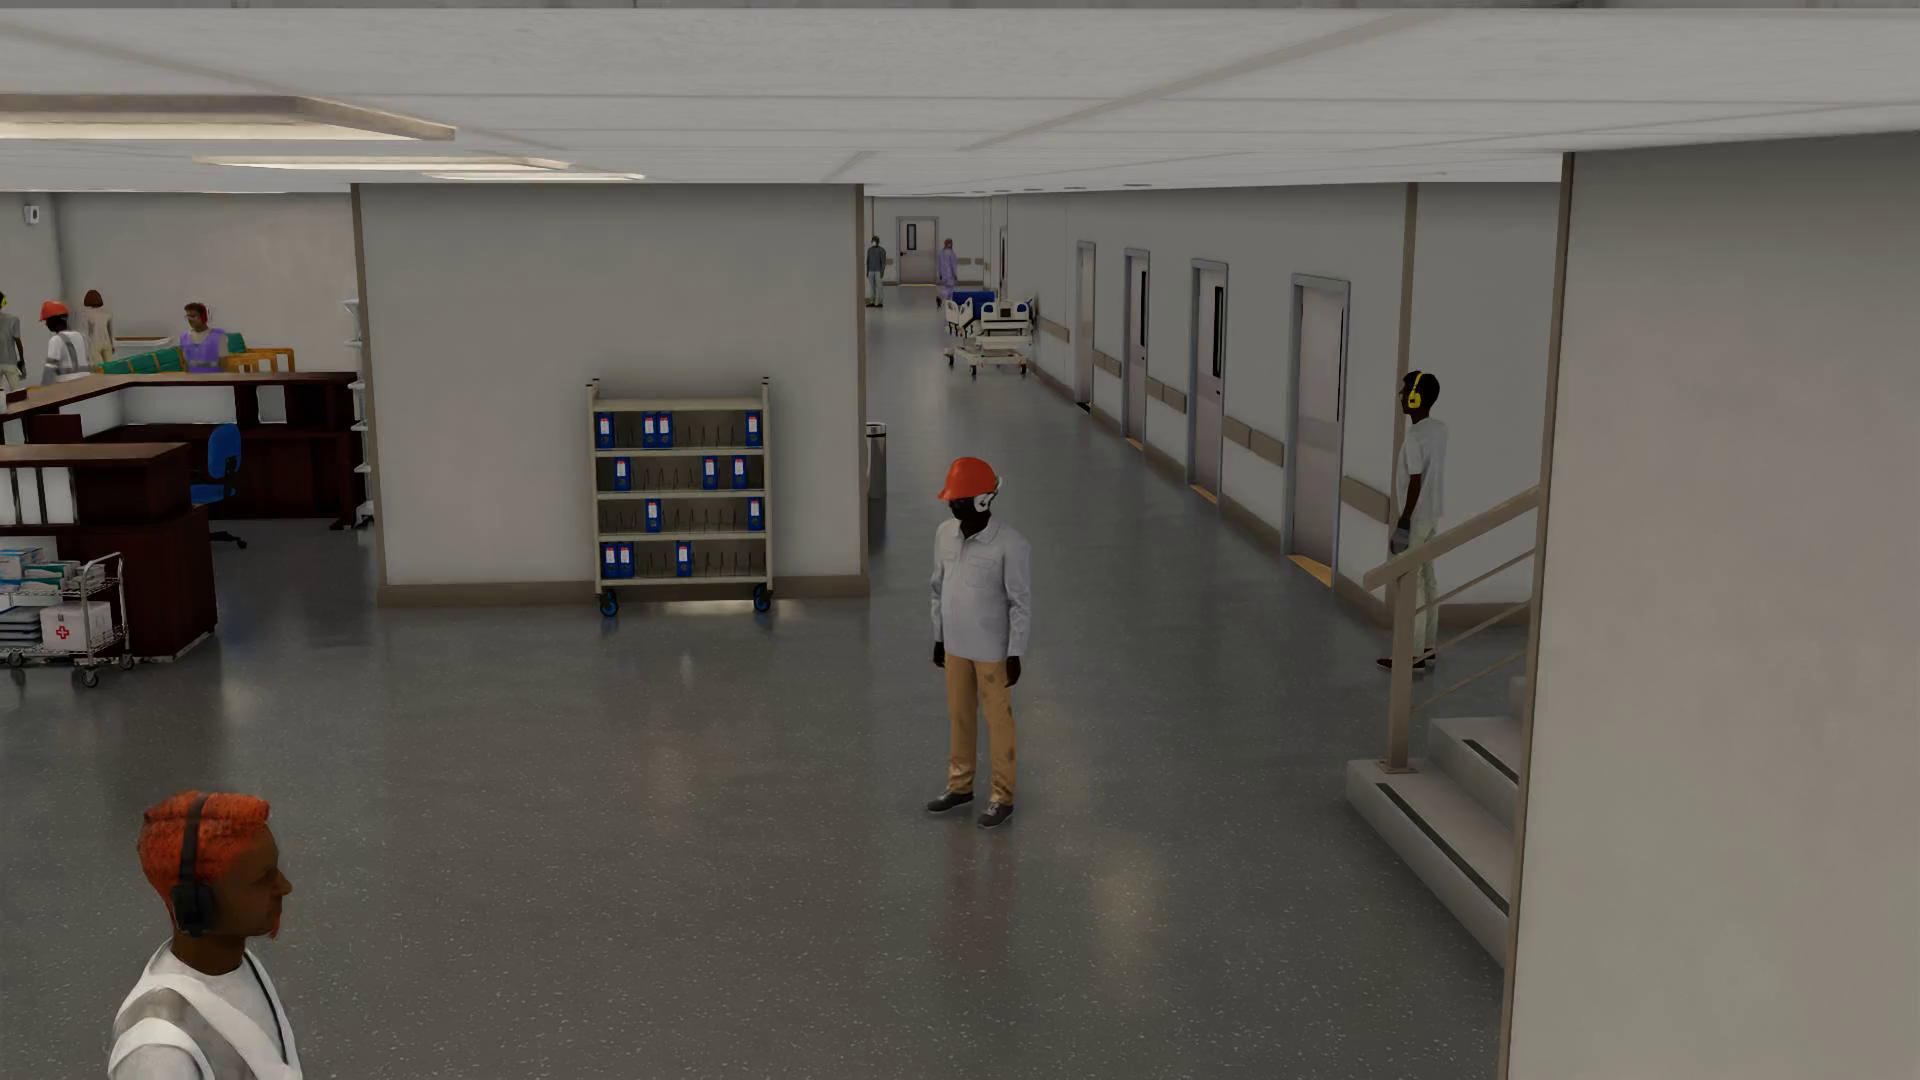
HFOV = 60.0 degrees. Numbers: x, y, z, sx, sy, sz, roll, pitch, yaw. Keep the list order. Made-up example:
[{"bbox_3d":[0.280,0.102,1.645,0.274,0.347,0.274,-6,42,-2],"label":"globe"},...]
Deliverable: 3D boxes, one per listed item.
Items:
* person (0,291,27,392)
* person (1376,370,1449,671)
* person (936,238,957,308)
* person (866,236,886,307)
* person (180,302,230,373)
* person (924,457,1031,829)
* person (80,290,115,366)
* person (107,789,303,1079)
[{"bbox_3d":[-11.537,-2.095,20.020,0.515,1.872,0.333,-6,13,-25],"label":"person"},{"bbox_3d":[2.832,-0.118,10.354,0.329,1.874,0.518,9,14,36],"label":"person"},{"bbox_3d":[-0.358,-7.174,44.810,0.749,1.887,0.642,-9,15,-38],"label":"person"},{"bbox_3d":[-2.301,-7.312,45.345,0.631,1.940,0.372,8,14,34],"label":"person"},{"bbox_3d":[-8.115,-1.659,18.001,0.584,1.825,0.581,3,12,14],"label":"person"},{"bbox_3d":[0.066,0.474,7.765,0.564,1.745,0.344,10,16,42],"label":"person"},{"bbox_3d":[-12.390,-2.775,23.922,0.279,1.633,0.505,6,13,28],"label":"person"},{"bbox_3d":[-1.349,1.367,3.074,0.343,1.881,0.573,-3,12,-13],"label":"person"}]
